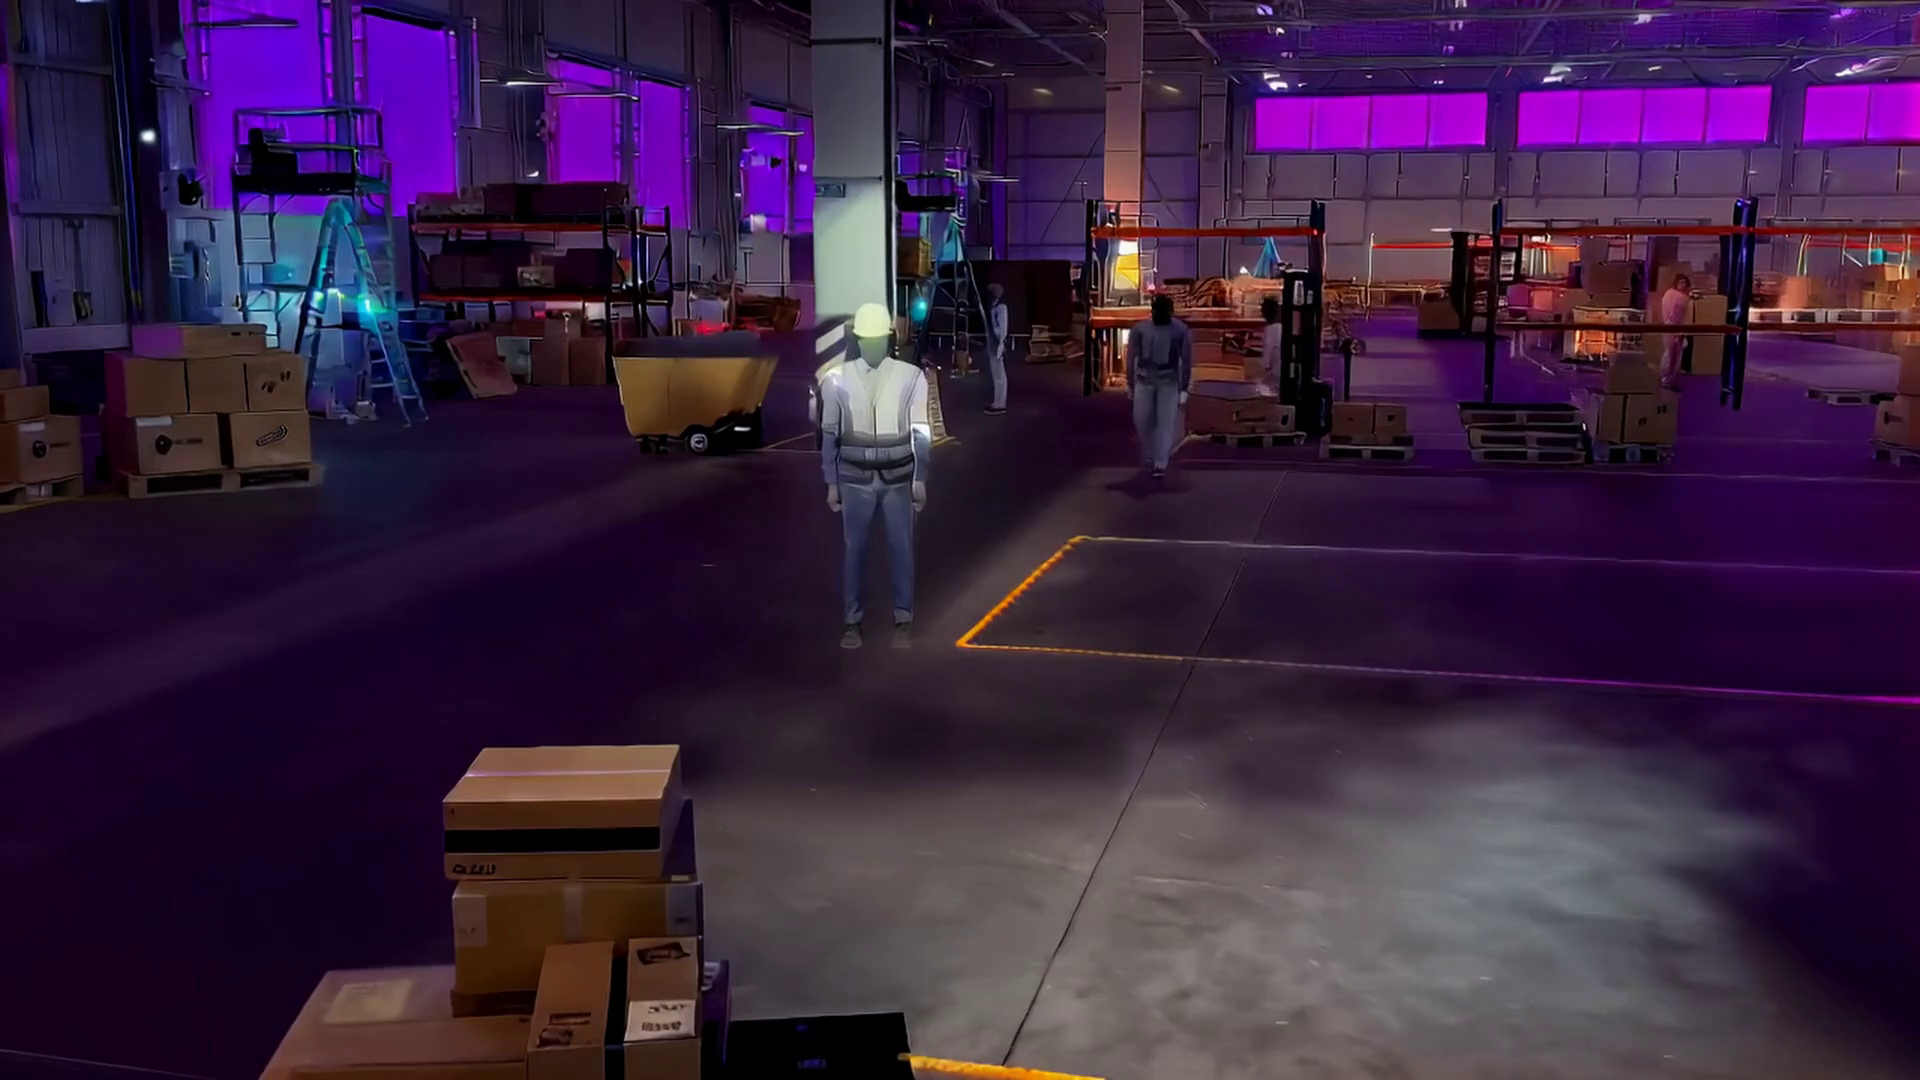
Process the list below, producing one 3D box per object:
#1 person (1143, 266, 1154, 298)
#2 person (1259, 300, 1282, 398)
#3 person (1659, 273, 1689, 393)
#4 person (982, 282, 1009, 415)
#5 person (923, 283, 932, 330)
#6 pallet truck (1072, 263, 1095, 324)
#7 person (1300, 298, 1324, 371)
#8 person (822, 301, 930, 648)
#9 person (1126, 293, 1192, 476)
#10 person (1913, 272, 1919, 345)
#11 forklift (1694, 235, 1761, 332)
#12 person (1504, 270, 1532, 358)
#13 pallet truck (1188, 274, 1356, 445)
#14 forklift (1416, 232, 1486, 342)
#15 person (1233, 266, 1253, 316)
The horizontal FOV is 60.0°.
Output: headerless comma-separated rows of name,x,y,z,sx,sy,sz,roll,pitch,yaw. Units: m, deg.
person,6.553,-8.579,57.850,0.576,1.881,0.354,-7,12,-36
person,3.980,-2.176,20.805,0.759,1.656,0.571,1,10,3
person,11.539,-3.340,26.856,0.372,1.934,0.627,9,13,42
person,0.507,-2.655,23.088,0.345,1.844,0.507,-1,10,-8
person,-0.864,-7.332,50.380,0.543,1.929,0.387,-7,12,-38
pallet truck,4.325,-8.180,55.162,0.823,1.965,1.885,6,11,31
person,6.797,-4.119,32.025,0.485,1.737,0.320,-3,10,-19
person,-0.466,-0.350,9.250,0.601,1.939,0.411,0,10,-1
person,1.973,-1.537,16.547,0.658,1.826,0.450,3,10,18
person,18.176,-4.112,31.445,0.392,1.919,0.591,3,10,16
forklift,22.425,-7.519,48.677,1.873,2.768,1.129,2,10,14
person,12.104,-4.911,36.162,0.554,1.908,0.784,2,10,9
pallet truck,3.653,-2.138,19.590,1.885,1.965,0.823,-4,10,-20
forklift,12.823,-6.543,42.926,1.873,2.768,1.129,2,10,14
person,8.727,-7.513,51.410,0.627,1.941,0.373,0,10,0
